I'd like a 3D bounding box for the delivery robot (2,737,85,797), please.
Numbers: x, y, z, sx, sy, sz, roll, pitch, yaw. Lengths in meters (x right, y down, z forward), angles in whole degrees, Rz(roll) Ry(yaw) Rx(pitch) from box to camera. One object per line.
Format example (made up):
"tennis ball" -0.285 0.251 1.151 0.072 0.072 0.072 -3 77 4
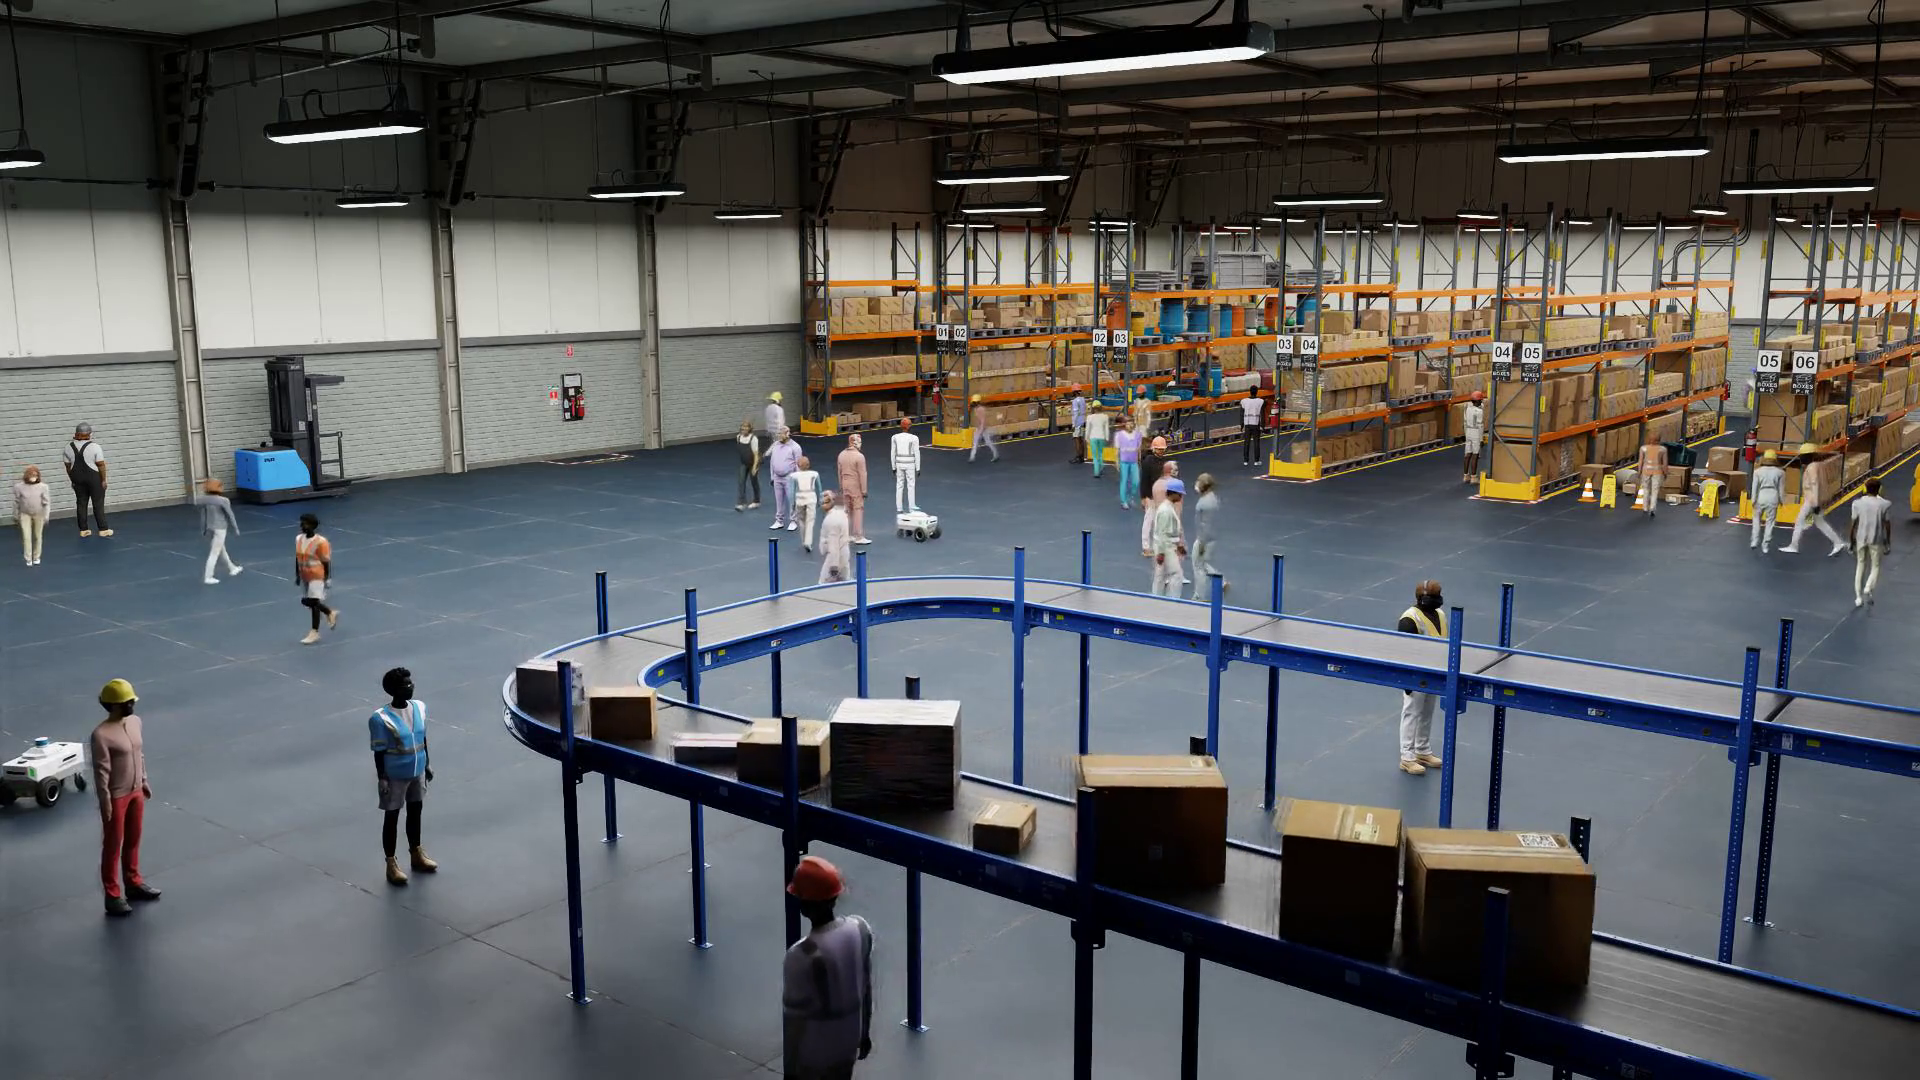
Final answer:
"delivery robot" -8.351 2.043 14.262 0.477 0.478 0.707 1 10 8

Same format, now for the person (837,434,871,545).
"person" -1.817 -0.882 27.081 0.636 1.903 0.404 10 14 44

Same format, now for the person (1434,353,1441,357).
"person" 15.208 -4.998 50.017 0.625 1.975 0.513 -3 10 -16

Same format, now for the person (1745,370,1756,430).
"person" 22.523 -3.903 44.152 0.692 1.889 1.012 3 10 14

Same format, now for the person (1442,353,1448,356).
"person" 15.691 -5.032 50.261 0.633 1.960 0.551 -9 14 -43

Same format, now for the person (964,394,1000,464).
"person" 0.562 -2.695 37.884 0.969 1.689 0.528 -6 12 -31

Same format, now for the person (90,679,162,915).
"person" -6.287 1.907 11.786 0.338 1.763 0.549 1 10 7

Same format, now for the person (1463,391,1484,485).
"person" 11.327 -2.257 34.404 0.361 2.047 0.614 -3 11 -18

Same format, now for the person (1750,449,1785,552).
"person" 13.635 -0.676 26.428 0.494 1.720 0.651 5 11 25

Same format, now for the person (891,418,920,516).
"person" -1.034 -1.390 29.983 0.584 1.882 0.337 4 11 21

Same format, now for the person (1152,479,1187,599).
"person" 2.931 0.124 21.392 0.709 1.907 0.604 2 10 10

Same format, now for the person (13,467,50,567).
"person" -14.859 -0.376 25.065 0.526 1.595 0.686 -5 11 -27

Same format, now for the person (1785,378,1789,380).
"person" 25.328 -4.476 47.476 0.428 1.842 0.631 -4 11 -20

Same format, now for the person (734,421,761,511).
"person" -4.160 -1.453 30.666 0.514 1.765 1.002 4 11 22

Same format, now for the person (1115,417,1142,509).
"person" 3.332 -1.511 30.823 0.593 1.824 0.561 -3 11 -17

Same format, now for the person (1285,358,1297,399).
"person" 11.855 -5.937 55.415 0.711 1.933 0.635 1 10 6

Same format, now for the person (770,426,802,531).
"person" -3.192 -1.128 28.445 0.637 1.911 0.403 5 11 28

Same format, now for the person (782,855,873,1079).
"person" -0.660 2.520 7.857 0.465 1.926 0.568 9 13 40

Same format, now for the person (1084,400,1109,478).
"person" 3.079 -2.308 35.512 0.541 1.739 0.750 -2 10 -11

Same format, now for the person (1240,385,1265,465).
"person" 7.024 -2.756 37.593 0.606 1.915 0.382 4 11 22

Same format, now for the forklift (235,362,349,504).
"forklift" -13.803 -2.244 32.110 1.129 2.768 1.873 8 13 37

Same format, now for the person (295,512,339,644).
"person" -8.285 0.458 20.138 0.542 1.682 0.628 5 11 27

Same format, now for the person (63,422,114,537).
"person" -15.491 -1.066 27.838 0.679 2.000 0.537 0 10 -1

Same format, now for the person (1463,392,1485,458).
"person" 12.772 -2.853 38.908 0.511 1.640 0.308 4 11 21

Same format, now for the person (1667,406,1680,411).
"person" 21.726 -4.537 47.578 0.544 1.928 0.625 -7 12 -35

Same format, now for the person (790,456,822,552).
"person" -2.602 -0.616 26.438 0.518 1.603 0.826 0 10 1

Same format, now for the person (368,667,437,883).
"person" -4.397 1.834 12.361 0.316 1.699 0.540 6 12 29

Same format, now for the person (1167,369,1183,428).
"person" 5.934 -3.736 43.037 0.361 1.935 0.553 -6 12 -29

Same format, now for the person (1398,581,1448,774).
"person" 4.449 1.296 14.985 0.630 1.844 0.429 -9 14 -41

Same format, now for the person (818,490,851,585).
"person" -1.741 0.264 20.717 0.763 1.868 0.732 2 10 10

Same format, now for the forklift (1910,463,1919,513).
"forklift" 19.034 -1.348 28.998 2.313 2.155 1.214 8 13 37

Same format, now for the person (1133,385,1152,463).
"person" 4.373 -2.796 37.783 0.404 1.918 0.573 -9 13 -41

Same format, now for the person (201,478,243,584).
"person" -11.291 -0.156 23.874 0.512 1.579 0.878 4 11 19

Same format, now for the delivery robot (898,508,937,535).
"delivery robot" -0.754 -0.326 27.595 0.707 0.478 0.477 7 12 35

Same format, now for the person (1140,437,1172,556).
"person" 3.274 -0.727 25.943 0.621 1.992 0.397 -5 11 -25

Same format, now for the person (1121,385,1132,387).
"person" 5.524 -5.046 50.653 0.569 1.848 0.471 9 14 42

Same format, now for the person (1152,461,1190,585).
"person" 3.223 -0.256 23.574 0.657 1.887 0.673 -5 11 -27

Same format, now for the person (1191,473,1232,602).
"person" 3.476 0.006 22.004 0.586 1.924 0.646 2 10 11

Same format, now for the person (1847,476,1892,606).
"person" 12.858 0.023 22.124 0.544 1.852 0.449 7 12 34

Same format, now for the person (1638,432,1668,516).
"person" 13.348 -1.285 30.171 0.531 1.612 0.781 6 12 29

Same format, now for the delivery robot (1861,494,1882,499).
"delivery robot" 17.274 -0.679 29.581 0.477 0.478 0.707 4 11 21

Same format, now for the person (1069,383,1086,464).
"person" 2.831 -2.834 37.961 0.376 1.935 0.550 5 11 28

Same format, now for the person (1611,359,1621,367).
"person" 20.882 -4.842 49.614 0.737 1.816 0.586 3 11 17

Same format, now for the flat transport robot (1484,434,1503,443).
"flat transport robot" 14.588 -2.762 42.366 1.431 0.197 0.652 -2 10 -11

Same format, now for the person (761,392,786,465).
"person" -4.368 -2.596 36.966 0.536 1.817 0.597 -7 13 -36

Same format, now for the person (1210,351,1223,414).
"person" 8.207 -5.064 50.245 0.635 2.029 0.524 8 13 39

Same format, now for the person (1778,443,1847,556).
"person" 14.283 -0.678 26.036 0.944 1.880 0.589 7 12 35
